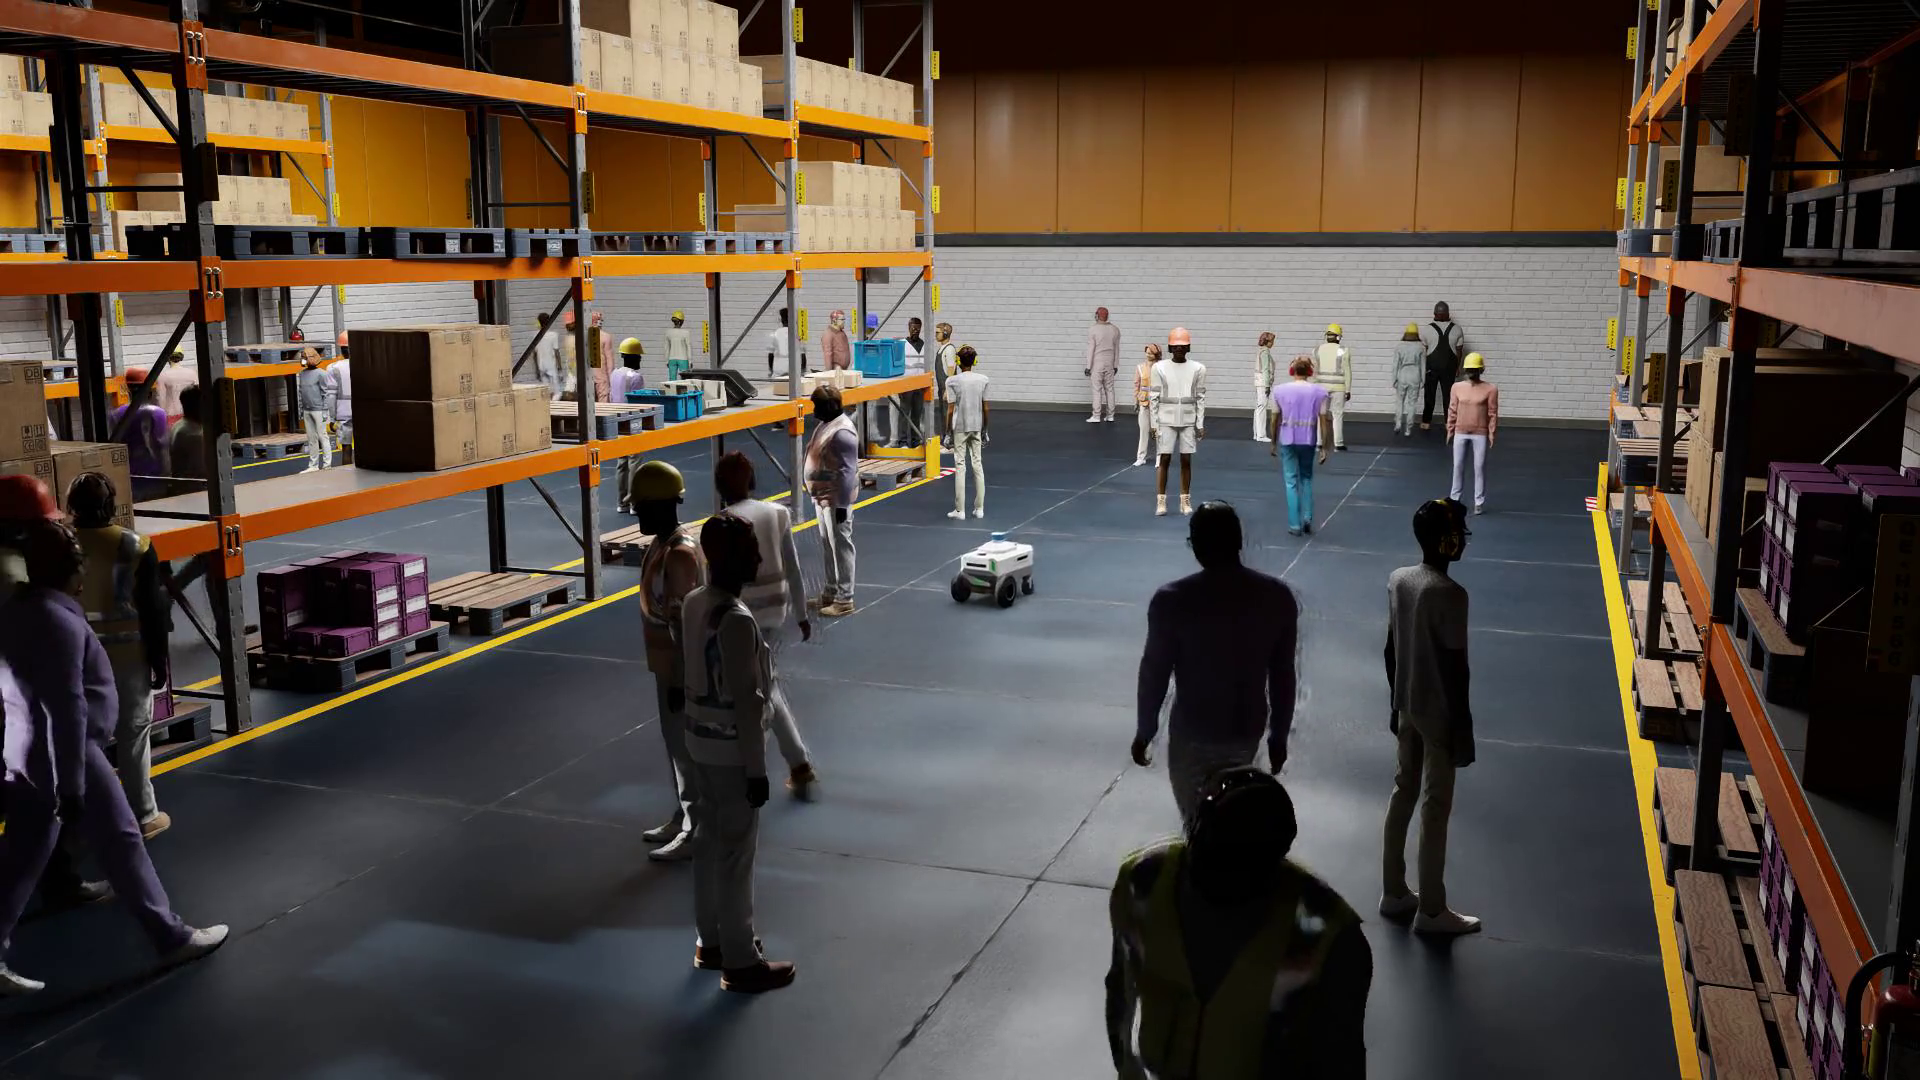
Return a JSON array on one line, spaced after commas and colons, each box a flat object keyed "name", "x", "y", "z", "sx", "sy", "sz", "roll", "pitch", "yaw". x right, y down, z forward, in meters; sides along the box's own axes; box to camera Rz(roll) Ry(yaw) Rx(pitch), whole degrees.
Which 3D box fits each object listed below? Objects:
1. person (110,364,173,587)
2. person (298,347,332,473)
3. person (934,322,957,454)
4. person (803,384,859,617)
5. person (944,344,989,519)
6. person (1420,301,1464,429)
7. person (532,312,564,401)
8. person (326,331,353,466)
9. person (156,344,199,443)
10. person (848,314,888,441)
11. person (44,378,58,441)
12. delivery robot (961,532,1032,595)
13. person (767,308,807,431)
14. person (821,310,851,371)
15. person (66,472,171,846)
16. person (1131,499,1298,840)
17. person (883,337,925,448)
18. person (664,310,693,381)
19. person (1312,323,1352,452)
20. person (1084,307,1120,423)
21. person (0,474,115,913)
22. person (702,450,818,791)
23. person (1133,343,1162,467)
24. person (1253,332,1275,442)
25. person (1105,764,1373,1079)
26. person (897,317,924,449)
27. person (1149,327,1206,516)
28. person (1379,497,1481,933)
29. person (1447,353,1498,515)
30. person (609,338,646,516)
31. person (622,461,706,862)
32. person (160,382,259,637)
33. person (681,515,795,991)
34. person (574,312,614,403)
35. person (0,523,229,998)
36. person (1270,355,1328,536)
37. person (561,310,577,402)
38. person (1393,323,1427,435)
[{"name": "person", "x": -6.869, "y": -0.529, "z": 14.112, "sx": 0.581, "sy": 1.925, "sz": 0.437, "roll": 3, "pitch": 11, "yaw": 17}, {"name": "person", "x": -8.227, "y": -1.635, "z": 21.171, "sx": 0.507, "sy": 1.633, "sz": 0.276, "roll": 5, "pitch": 11, "yaw": 28}, {"name": "person", "x": -0.216, "y": -2.128, "z": 23.356, "sx": 0.345, "sy": 1.846, "sz": 0.506, "roll": -2, "pitch": 10, "yaw": -13}, {"name": "person", "x": -1.022, "y": -0.318, "z": 13.189, "sx": 0.430, "sy": 1.838, "sz": 0.619, "roll": -4, "pitch": 11, "yaw": -20}, {"name": "person", "x": 0.069, "y": -1.147, "z": 17.788, "sx": 0.513, "sy": 1.862, "sz": 0.328, "roll": -4, "pitch": 11, "yaw": -23}, {"name": "person", "x": 7.622, "y": -2.782, "z": 26.486, "sx": 0.682, "sy": 2.000, "sz": 0.537, "roll": 1, "pitch": 10, "yaw": 3}, {"name": "person", "x": -6.615, "y": -2.726, "z": 26.730, "sx": 0.538, "sy": 1.844, "sz": 0.412, "roll": 4, "pitch": 11, "yaw": 19}, {"name": "person", "x": -7.027, "y": -1.447, "z": 19.258, "sx": 0.552, "sy": 1.935, "sz": 0.360, "roll": -5, "pitch": 11, "yaw": -26}, {"name": "person", "x": -9.408, "y": -1.496, "z": 20.022, "sx": 0.328, "sy": 1.767, "sz": 0.532, "roll": 8, "pitch": 13, "yaw": 40}, {"name": "person", "x": -1.423, "y": -2.427, "z": 24.879, "sx": 0.623, "sy": 1.910, "sz": 0.622, "roll": 2, "pitch": 10, "yaw": 14}, {"name": "person", "x": -8.719, "y": -0.758, "z": 15.673, "sx": 0.403, "sy": 1.833, "sz": 0.590, "roll": -3, "pitch": 11, "yaw": -17}, {"name": "delivery robot", "x": 0.310, "y": 0.181, "z": 13.719, "sx": 0.477, "sy": 0.478, "sz": 0.707, "roll": 6, "pitch": 12, "yaw": 30}, {"name": "person", "x": -2.722, "y": -2.682, "z": 26.186, "sx": 0.621, "sy": 1.959, "sz": 0.425, "roll": -2, "pitch": 10, "yaw": -10}, {"name": "person", "x": -1.913, "y": -2.645, "z": 26.100, "sx": 0.407, "sy": 1.904, "sz": 0.654, "roll": 4, "pitch": 11, "yaw": 19}, {"name": "person", "x": -4.190, "y": 0.581, "z": 8.140, "sx": 0.625, "sy": 1.836, "sz": 0.429, "roll": -2, "pitch": 10, "yaw": -11}, {"name": "person", "x": 1.023, "y": 0.785, "z": 6.775, "sx": 0.624, "sy": 1.914, "sz": 0.491, "roll": -4, "pitch": 11, "yaw": -21}, {"name": "person", "x": -0.802, "y": -2.130, "z": 24.008, "sx": 0.583, "sy": 1.622, "sz": 0.519, "roll": -5, "pitch": 11, "yaw": -28}, {"name": "person", "x": -4.983, "y": -3.182, "z": 29.515, "sx": 0.533, "sy": 1.768, "sz": 0.310, "roll": 3, "pitch": 10, "yaw": 15}, {"name": "person", "x": 5.278, "y": -2.148, "z": 23.545, "sx": 0.597, "sy": 1.824, "sz": 0.403, "roll": 7, "pitch": 12, "yaw": 34}, {"name": "person", "x": 2.324, "y": -2.882, "z": 27.430, "sx": 0.651, "sy": 1.906, "sz": 0.404, "roll": -6, "pitch": 12, "yaw": -30}, {"name": "person", "x": -4.120, "y": 0.694, "z": 7.119, "sx": 0.710, "sy": 1.964, "sz": 0.620, "roll": -10, "pitch": 14, "yaw": -43}, {"name": "person", "x": -1.072, "y": 0.425, "z": 9.049, "sx": 0.998, "sy": 1.830, "sz": 0.652, "roll": 9, "pitch": 13, "yaw": 41}, {"name": "person", "x": 2.540, "y": -1.775, "z": 21.954, "sx": 0.513, "sy": 1.637, "sz": 0.313, "roll": 5, "pitch": 11, "yaw": 27}, {"name": "person", "x": 4.527, "y": -2.276, "z": 24.768, "sx": 0.310, "sy": 1.640, "sz": 0.514, "roll": 0, "pitch": 10, "yaw": 1}, {"name": "person", "x": 0.624, "y": 1.357, "z": 3.846, "sx": 0.645, "sy": 1.804, "sz": 0.537, "roll": 4, "pitch": 11, "yaw": 24}, {"name": "person", "x": -0.667, "y": -2.169, "z": 23.389, "sx": 0.590, "sy": 1.916, "sz": 0.399, "roll": -9, "pitch": 13, "yaw": -41}, {"name": "person", "x": 2.350, "y": -1.273, "z": 18.008, "sx": 0.630, "sy": 2.042, "sz": 0.445, "roll": 0, "pitch": 10, "yaw": -2}, {"name": "person", "x": 2.018, "y": 0.750, "z": 7.111, "sx": 0.328, "sy": 1.862, "sz": 0.513, "roll": -4, "pitch": 11, "yaw": -24}, {"name": "person", "x": 5.554, "y": -1.152, "z": 18.082, "sx": 0.533, "sy": 1.767, "sz": 0.326, "roll": 6, "pitch": 12, "yaw": 31}, {"name": "person", "x": -3.561, "y": -1.228, "z": 18.054, "sx": 0.366, "sy": 1.926, "sz": 0.594, "roll": -9, "pitch": 14, "yaw": -43}, {"name": "person", "x": -1.389, "y": 0.573, "z": 7.950, "sx": 0.399, "sy": 1.918, "sz": 0.587, "roll": -4, "pitch": 11, "yaw": -20}, {"name": "person", "x": -5.652, "y": -0.206, "z": 12.306, "sx": 0.692, "sy": 1.922, "sz": 0.650, "roll": -8, "pitch": 13, "yaw": -37}, {"name": "person", "x": -0.901, "y": 0.833, "z": 6.576, "sx": 0.353, "sy": 1.883, "sz": 0.578, "roll": -6, "pitch": 12, "yaw": -30}, {"name": "person", "x": -5.567, "y": -2.540, "z": 25.501, "sx": 0.642, "sy": 1.908, "sz": 0.399, "roll": 4, "pitch": 11, "yaw": 21}, {"name": "person", "x": -3.540, "y": 0.861, "z": 6.557, "sx": 0.658, "sy": 1.854, "sz": 0.976, "roll": 9, "pitch": 14, "yaw": 42}, {"name": "person", "x": 3.414, "y": -0.957, "z": 16.849, "sx": 0.557, "sy": 1.819, "sz": 0.584, "roll": 0, "pitch": 10, "yaw": 1}, {"name": "person", "x": -5.957, "y": -2.601, "z": 25.818, "sx": 0.581, "sy": 1.914, "sz": 0.445, "roll": 7, "pitch": 12, "yaw": 34}, {"name": "person", "x": 6.945, "y": -2.483, "z": 25.685, "sx": 0.496, "sy": 1.721, "sz": 0.512, "roll": 3, "pitch": 11, "yaw": 18}]
